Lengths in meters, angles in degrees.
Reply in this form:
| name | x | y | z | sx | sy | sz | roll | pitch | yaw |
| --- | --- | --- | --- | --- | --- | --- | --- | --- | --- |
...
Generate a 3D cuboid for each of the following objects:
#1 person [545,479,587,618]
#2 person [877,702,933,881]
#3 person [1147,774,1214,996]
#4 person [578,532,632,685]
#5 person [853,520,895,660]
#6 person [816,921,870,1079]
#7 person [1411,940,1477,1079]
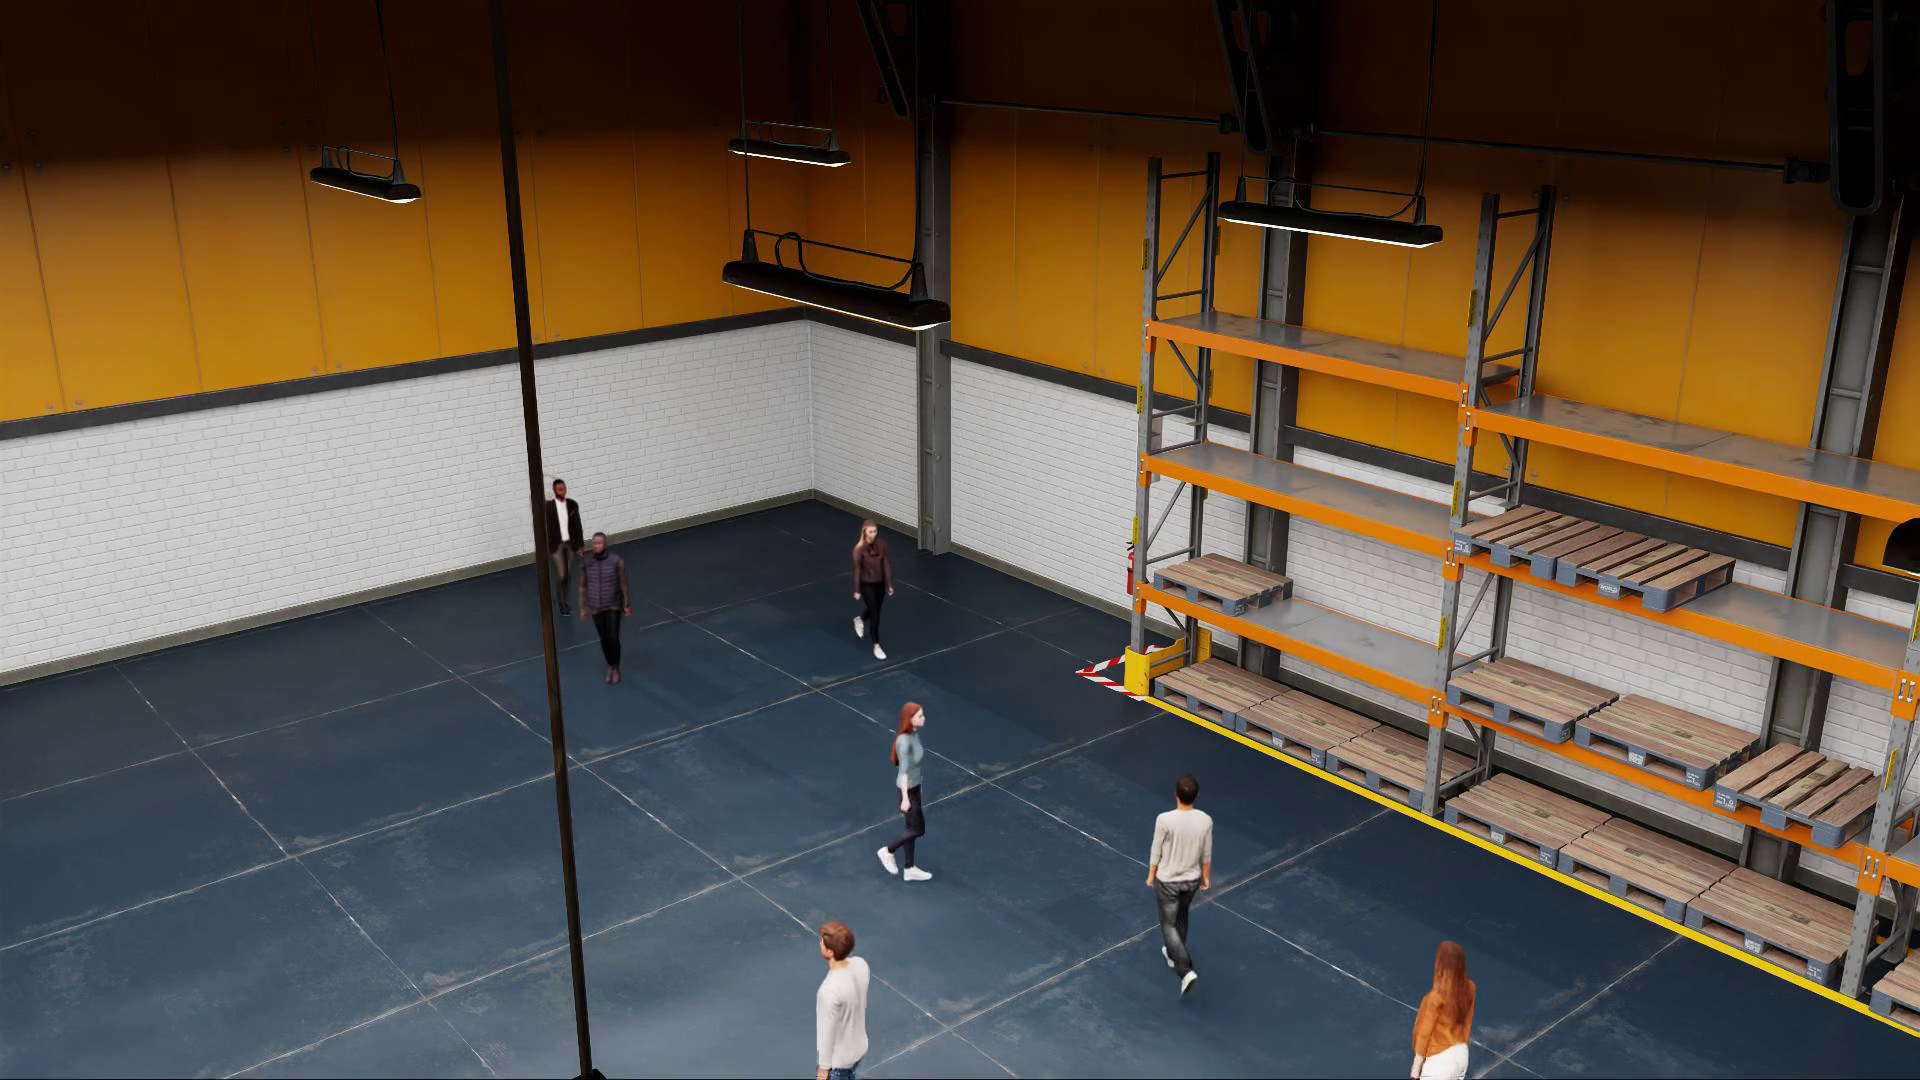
| name | x | y | z | sx | sy | sz | roll | pitch | yaw |
| --- | --- | --- | --- | --- | --- | --- | --- | --- | --- |
| person | -5.123 | 0.078 | 21.238 | 0.704 | 1.785 | 0.652 | -14 | 23 | -36 |
| person | -0.527 | 2.254 | 14.852 | 0.873 | 1.736 | 0.805 | 4 | 19 | 12 |
| person | 1.769 | 2.756 | 13.279 | 0.949 | 1.789 | 1.161 | -4 | 19 | -12 |
| person | -4.060 | 0.749 | 19.182 | 0.846 | 1.827 | 0.907 | 2 | 19 | 5 |
| person | -1.087 | 0.550 | 20.021 | 0.656 | 1.667 | 1.097 | -13 | 22 | -33 |
| person | -0.713 | 3.433 | 11.110 | 1.001 | 1.890 | 0.868 | 8 | 20 | 24 |
| person | 3.298 | 3.518 | 11.150 | 0.656 | 1.704 | 0.976 | -13 | 22 | -33 |
